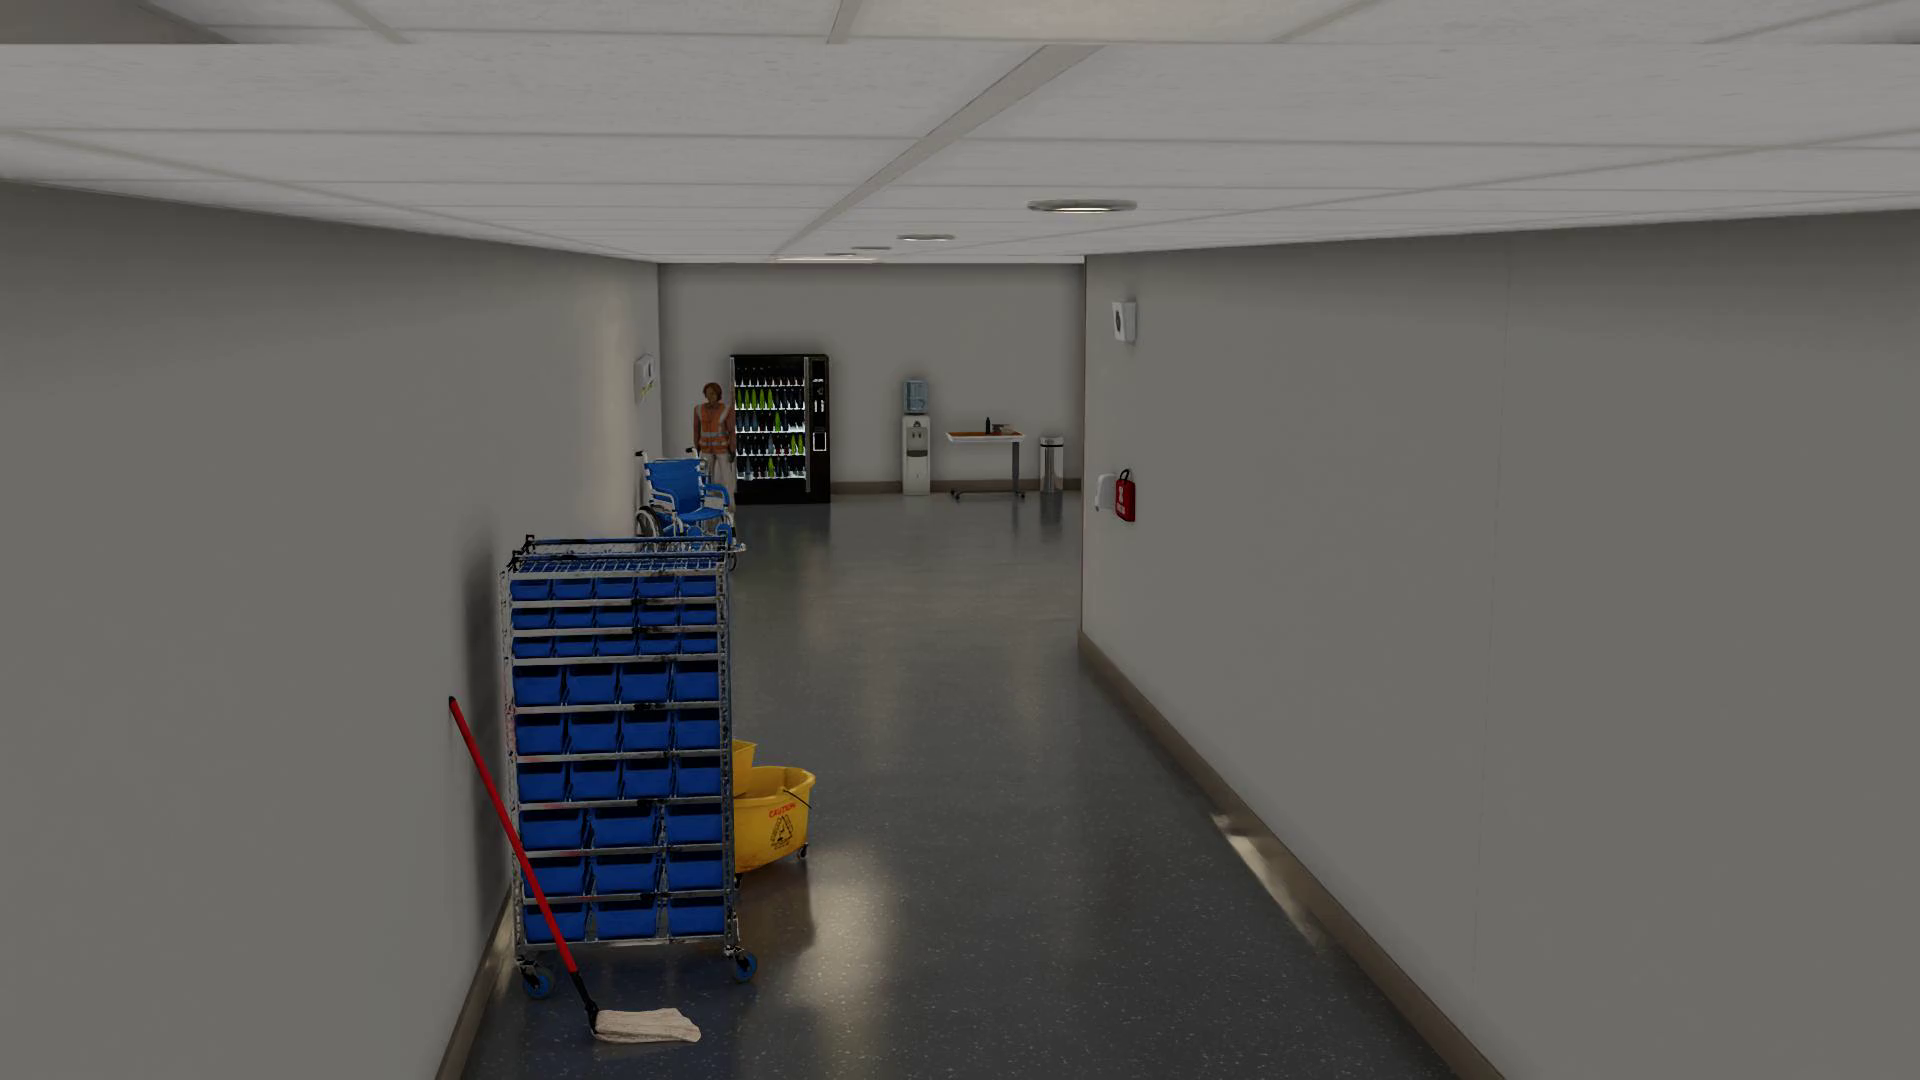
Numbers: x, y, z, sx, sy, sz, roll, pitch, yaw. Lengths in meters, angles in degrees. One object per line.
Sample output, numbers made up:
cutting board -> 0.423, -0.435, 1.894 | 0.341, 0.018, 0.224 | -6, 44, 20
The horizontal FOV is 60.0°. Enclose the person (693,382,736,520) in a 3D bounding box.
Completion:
person -> -2.868, -1.036, 19.486 | 0.529, 1.626, 0.322 | 2, 9, 14
